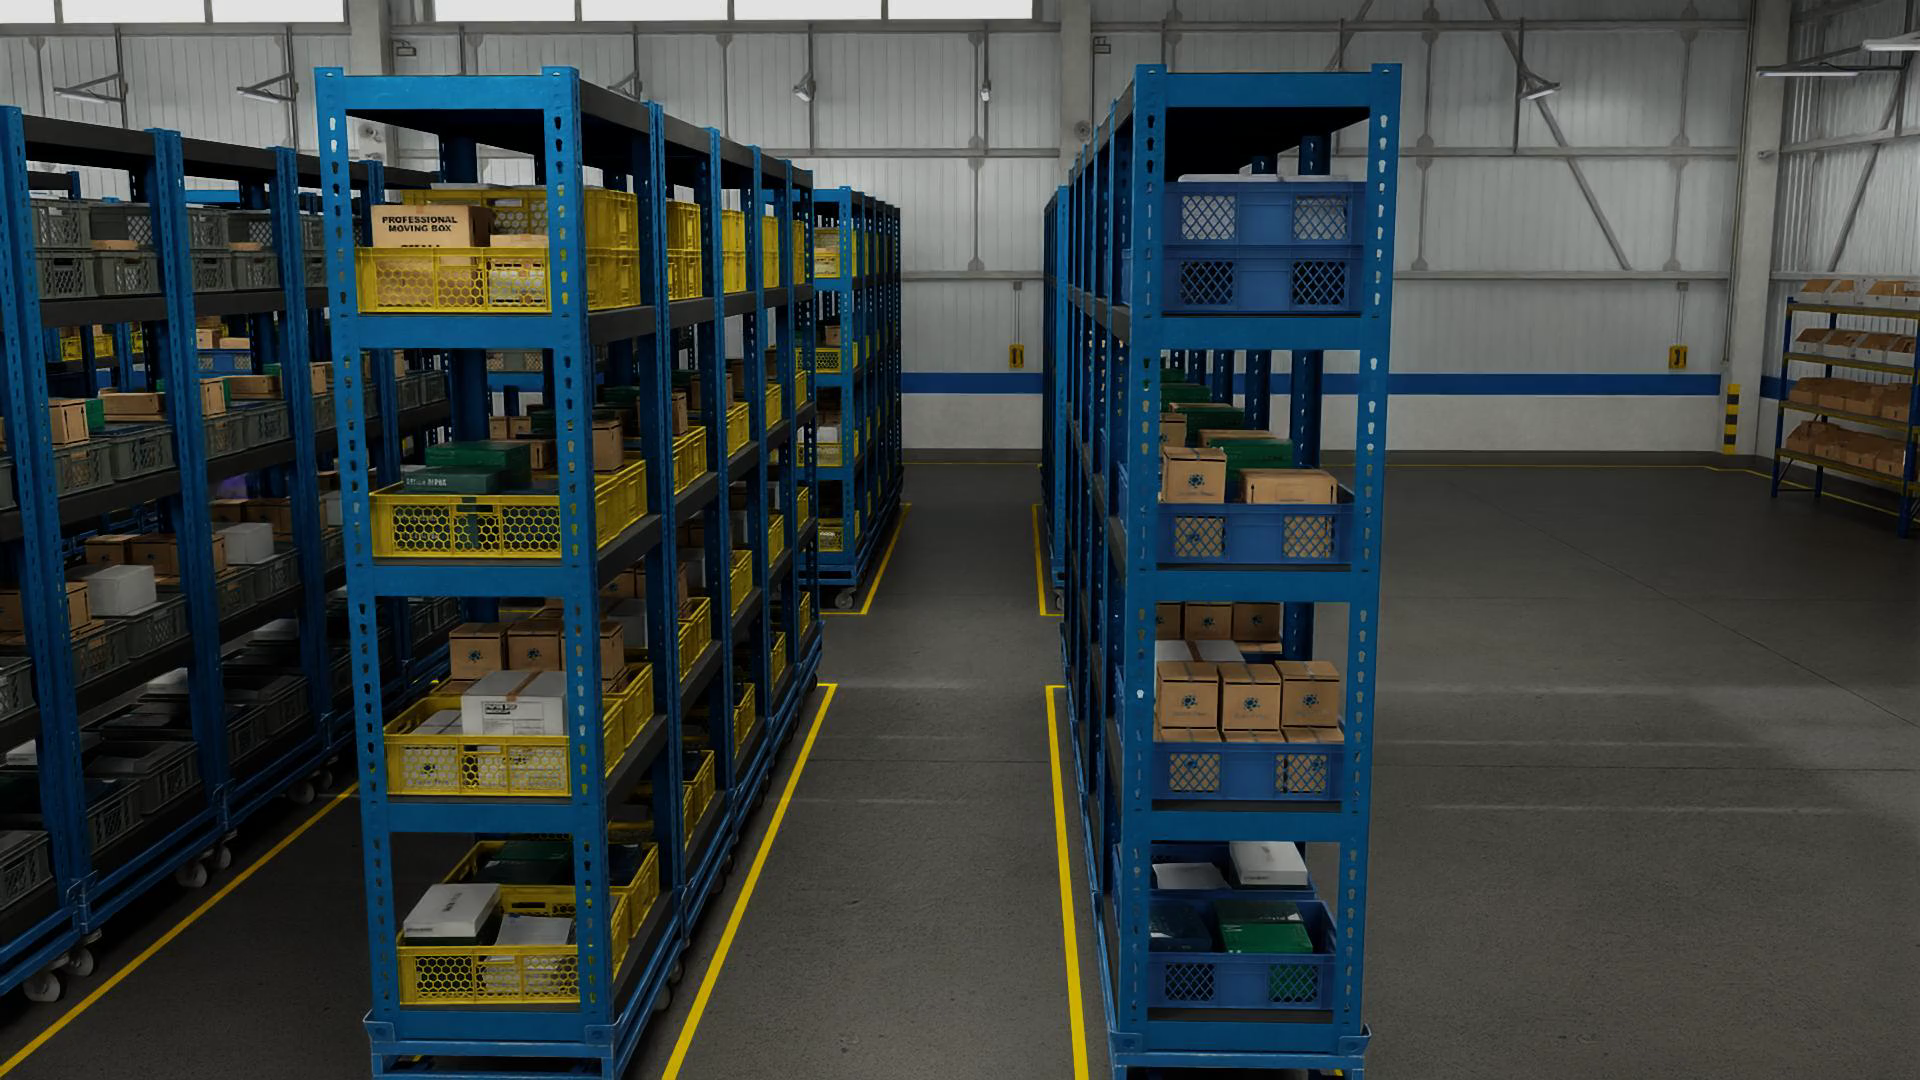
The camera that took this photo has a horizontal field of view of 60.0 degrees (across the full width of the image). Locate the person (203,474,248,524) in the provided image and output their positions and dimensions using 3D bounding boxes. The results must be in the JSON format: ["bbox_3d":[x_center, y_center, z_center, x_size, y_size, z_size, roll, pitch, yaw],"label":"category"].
[{"bbox_3d":[-6.008,-0.153,13.532,0.812,1.829,0.585,2,10,10],"label":"person"}]
